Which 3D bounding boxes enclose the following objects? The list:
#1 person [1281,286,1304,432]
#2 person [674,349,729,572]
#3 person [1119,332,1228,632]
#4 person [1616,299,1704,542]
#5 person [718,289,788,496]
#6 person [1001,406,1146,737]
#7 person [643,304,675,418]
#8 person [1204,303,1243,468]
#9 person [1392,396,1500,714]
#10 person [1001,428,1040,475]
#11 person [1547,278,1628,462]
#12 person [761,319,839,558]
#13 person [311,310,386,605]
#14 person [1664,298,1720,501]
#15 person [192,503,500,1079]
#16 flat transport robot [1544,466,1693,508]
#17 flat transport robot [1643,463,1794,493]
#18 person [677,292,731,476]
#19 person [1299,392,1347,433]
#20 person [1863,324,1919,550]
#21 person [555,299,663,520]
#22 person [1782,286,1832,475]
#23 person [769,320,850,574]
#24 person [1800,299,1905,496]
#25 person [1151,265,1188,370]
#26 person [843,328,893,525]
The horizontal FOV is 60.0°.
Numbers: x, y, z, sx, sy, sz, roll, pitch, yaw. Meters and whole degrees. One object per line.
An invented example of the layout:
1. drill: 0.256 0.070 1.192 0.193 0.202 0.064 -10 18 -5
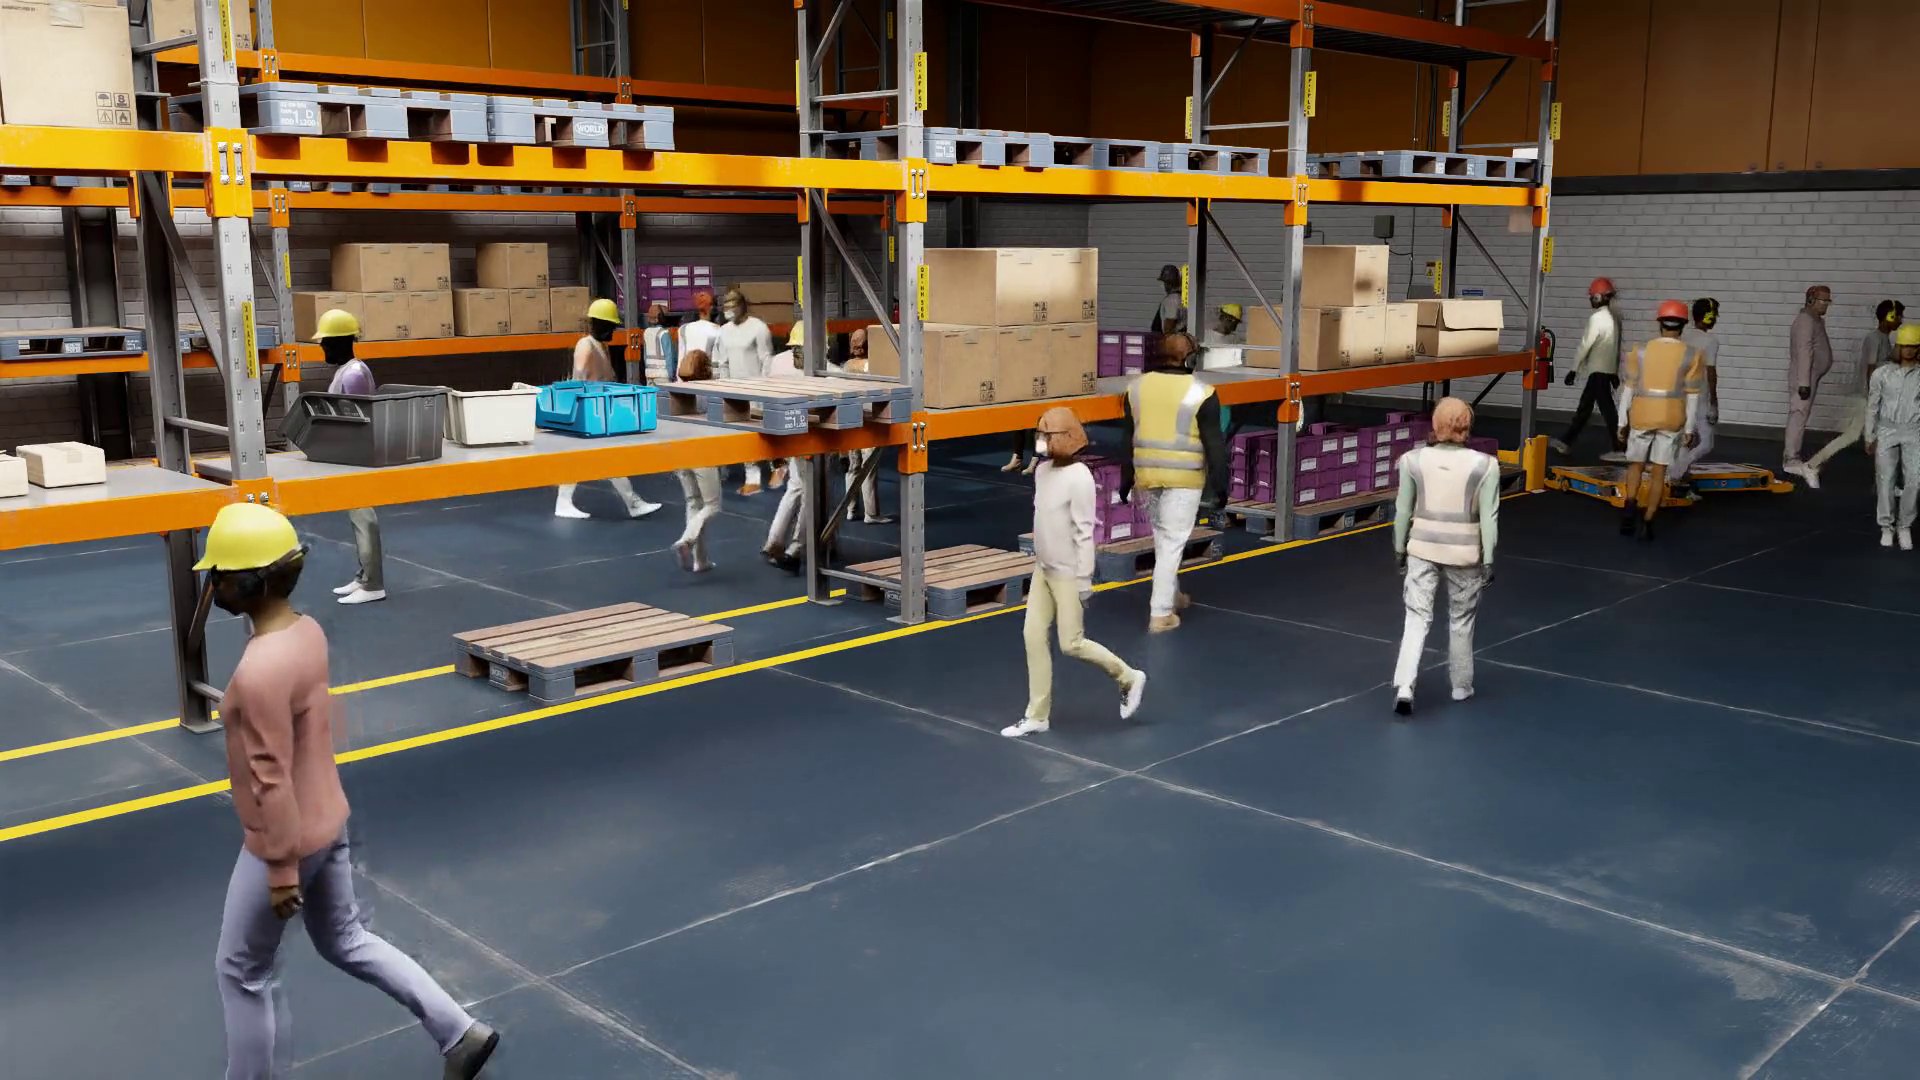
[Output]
1. person: 3.857 -2.040 19.275 0.323 1.862 0.510 3 11 15
2. person: -1.893 -0.537 11.745 0.498 1.618 0.555 6 12 28
3. person: 1.379 -0.370 10.271 0.663 1.810 0.820 8 13 38
4. person: 5.486 -0.925 13.056 0.588 1.904 0.484 6 12 29
5. person: -1.958 -1.361 15.438 0.659 1.908 0.520 9 14 41
6. person: 0.551 0.155 7.976 0.661 1.613 0.500 -5 11 -24
7. person: -3.369 -1.822 18.666 0.308 1.643 0.511 -10 14 -42
8. person: 2.563 -1.562 17.042 0.687 1.719 0.345 -3 11 -17
9. person: 2.439 0.080 8.388 0.528 1.622 0.677 6 12 28
10. person: 0.650 -1.504 16.783 0.319 1.697 0.533 -9 13 -39
11. person: 6.818 -1.835 17.922 1.025 1.938 0.610 9 14 41
12. person: -1.219 -0.753 12.459 0.611 1.793 0.979 8 13 36
13. person: -4.004 -0.542 10.913 0.377 1.923 0.595 -4 11 -23
14. person: 6.533 -1.232 14.880 0.494 1.852 0.559 -3 11 -14
15. person: -1.685 0.755 4.369 0.808 1.741 0.533 -1 10 -6
16. flat transport robot: 5.999 -0.503 15.217 0.652 0.197 1.431 -2 11 -9
17. flat transport robot: 6.984 -0.579 15.629 1.431 0.197 0.652 -1 11 -8
18. person: -2.396 -1.477 16.221 0.592 1.850 0.864 6 12 28
19. person: 3.660 -1.552 16.774 0.954 1.790 0.552 -7 12 -32
20. person: 7.213 -0.782 12.748 0.515 1.721 0.623 5 12 27
21. person: -2.996 -1.084 14.012 0.982 1.863 0.619 -1 10 -3
22. person: 8.575 -1.610 16.809 0.399 1.903 0.643 6 12 28
23. person: -1.152 -0.663 11.926 0.616 1.792 0.870 10 14 43
24. person: 8.450 -1.340 15.571 0.930 1.826 0.519 9 13 39
25. person: 2.796 -2.648 22.081 0.538 2.000 0.703 4 11 21
26. person: -0.795 -0.947 13.903 0.308 1.641 0.514 -8 13 -39
